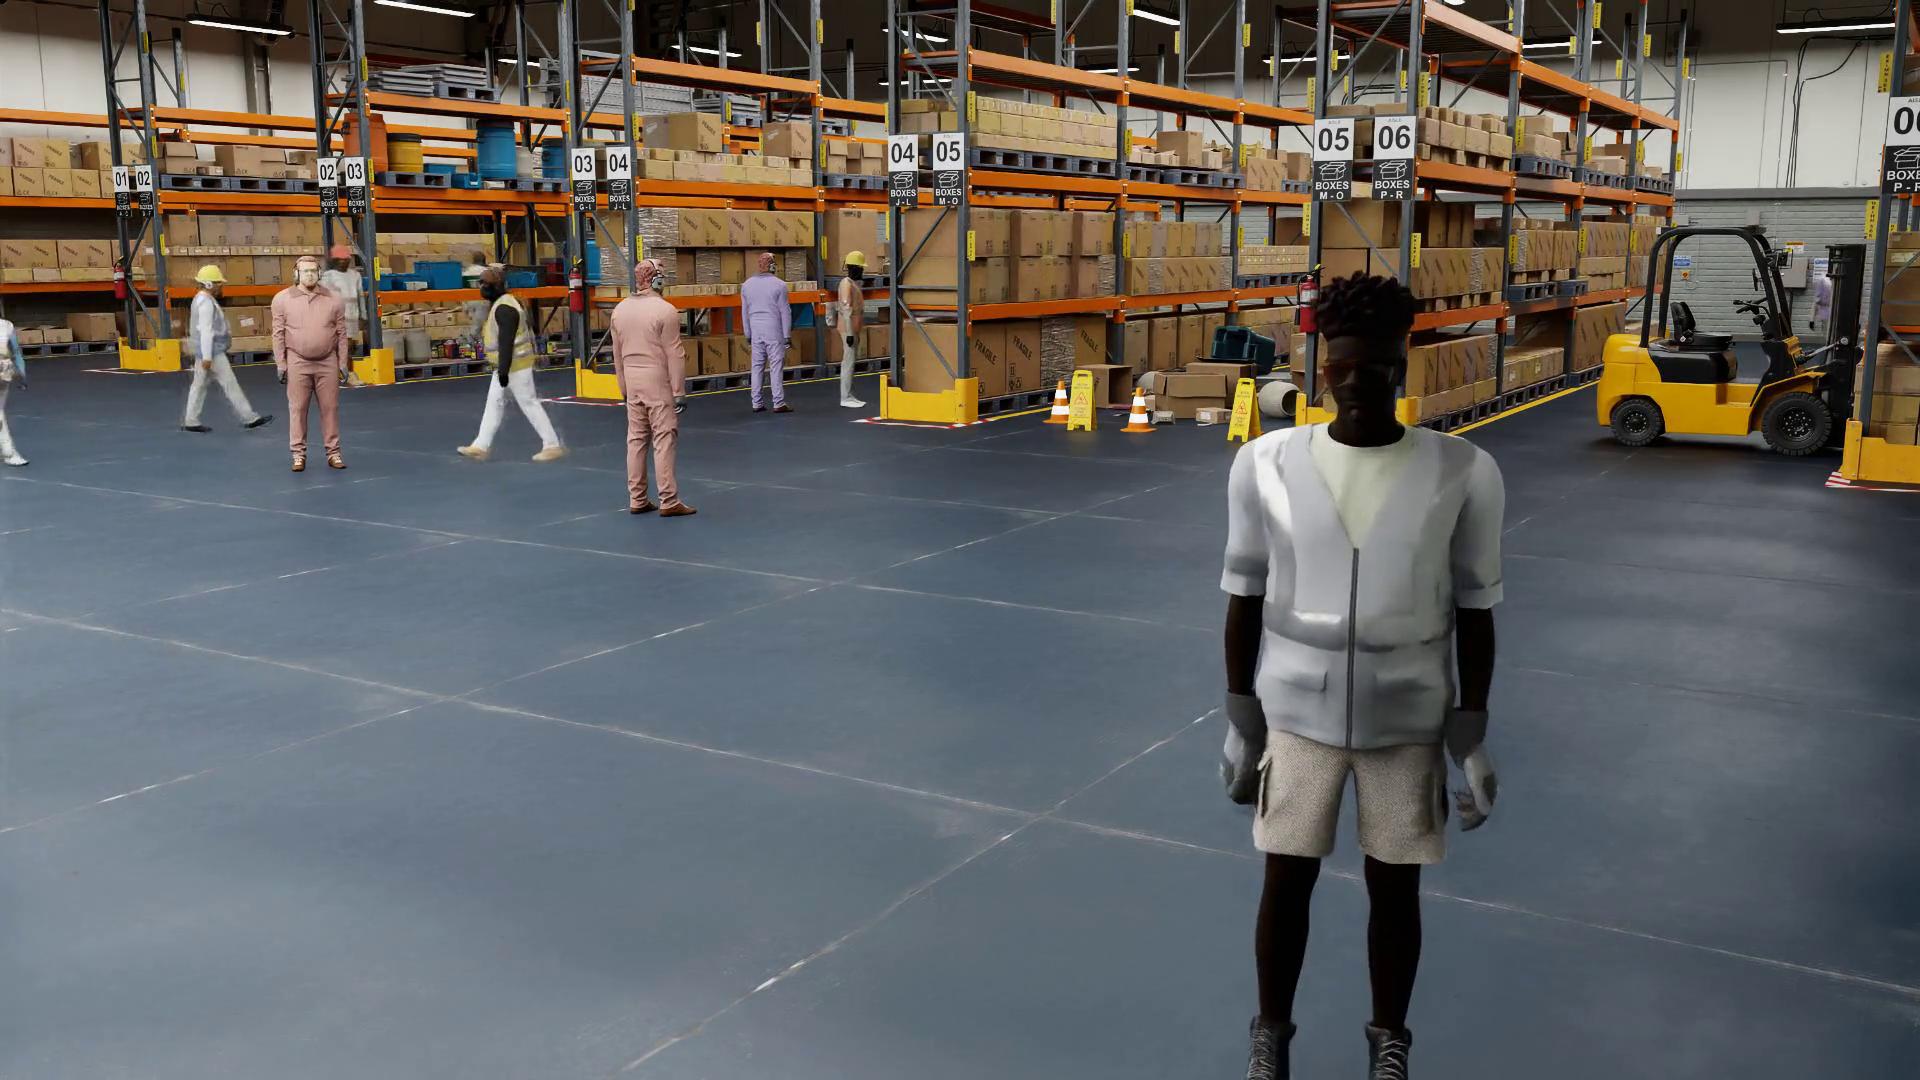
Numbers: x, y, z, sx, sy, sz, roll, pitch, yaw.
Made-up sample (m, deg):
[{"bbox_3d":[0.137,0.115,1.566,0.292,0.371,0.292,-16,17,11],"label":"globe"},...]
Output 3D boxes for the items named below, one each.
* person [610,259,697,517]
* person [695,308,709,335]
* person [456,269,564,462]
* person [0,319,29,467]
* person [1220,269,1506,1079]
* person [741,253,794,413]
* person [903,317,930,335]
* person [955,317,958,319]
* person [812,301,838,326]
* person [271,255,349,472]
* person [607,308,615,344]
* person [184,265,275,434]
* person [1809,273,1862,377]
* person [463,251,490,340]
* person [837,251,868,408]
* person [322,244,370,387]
[{"bbox_3d":[-2.269,-1.123,12.359,0.639,1.908,0.409,6,12,32],"label":"person"},{"bbox_3d":[-5.486,-5.360,36.219,0.585,1.860,0.770,5,11,26],"label":"person"},{"bbox_3d":[-4.164,-1.596,15.339,0.984,1.784,0.654,-4,11,-24],"label":"person"},{"bbox_3d":[-8.846,-1.479,15.218,0.856,1.592,0.532,5,11,26],"label":"person"},{"bbox_3d":[0.880,0.387,3.730,0.612,1.964,0.365,3,11,16],"label":"person"},{"bbox_3d":[-2.284,-2.471,19.905,0.652,1.906,0.409,5,11,24],"label":"person"},{"bbox_3d":[-0.777,-3.395,25.313,0.628,1.822,0.675,8,13,37],"label":"person"},{"bbox_3d":[0.203,-3.473,25.704,0.569,1.841,0.420,1,10,7],"label":"person"},{"bbox_3d":[-2.266,-3.941,28.197,0.575,1.885,0.361,7,12,33],"label":"person"},{"bbox_3d":[-5.785,-1.573,14.861,0.643,1.913,0.411,-6,12,-30],"label":"person"},{"bbox_3d":[-6.978,-4.904,33.496,0.563,1.918,0.466,4,11,20],"label":"person"},{"bbox_3d":[-7.859,-2.017,17.695,0.915,1.785,0.593,-6,12,-31],"label":"person"},{"bbox_3d":[12.637,-3.199,23.983,0.620,1.900,0.482,2,10,9],"label":"person"},{"bbox_3d":[-8.255,-4.049,28.809,0.638,1.882,1.032,7,12,35],"label":"person"},{"bbox_3d":[-1.321,-2.604,20.598,0.381,1.923,0.591,1,10,4],"label":"person"},{"bbox_3d":[-8.809,-3.202,23.694,0.870,2.021,0.610,7,12,33],"label":"person"}]
